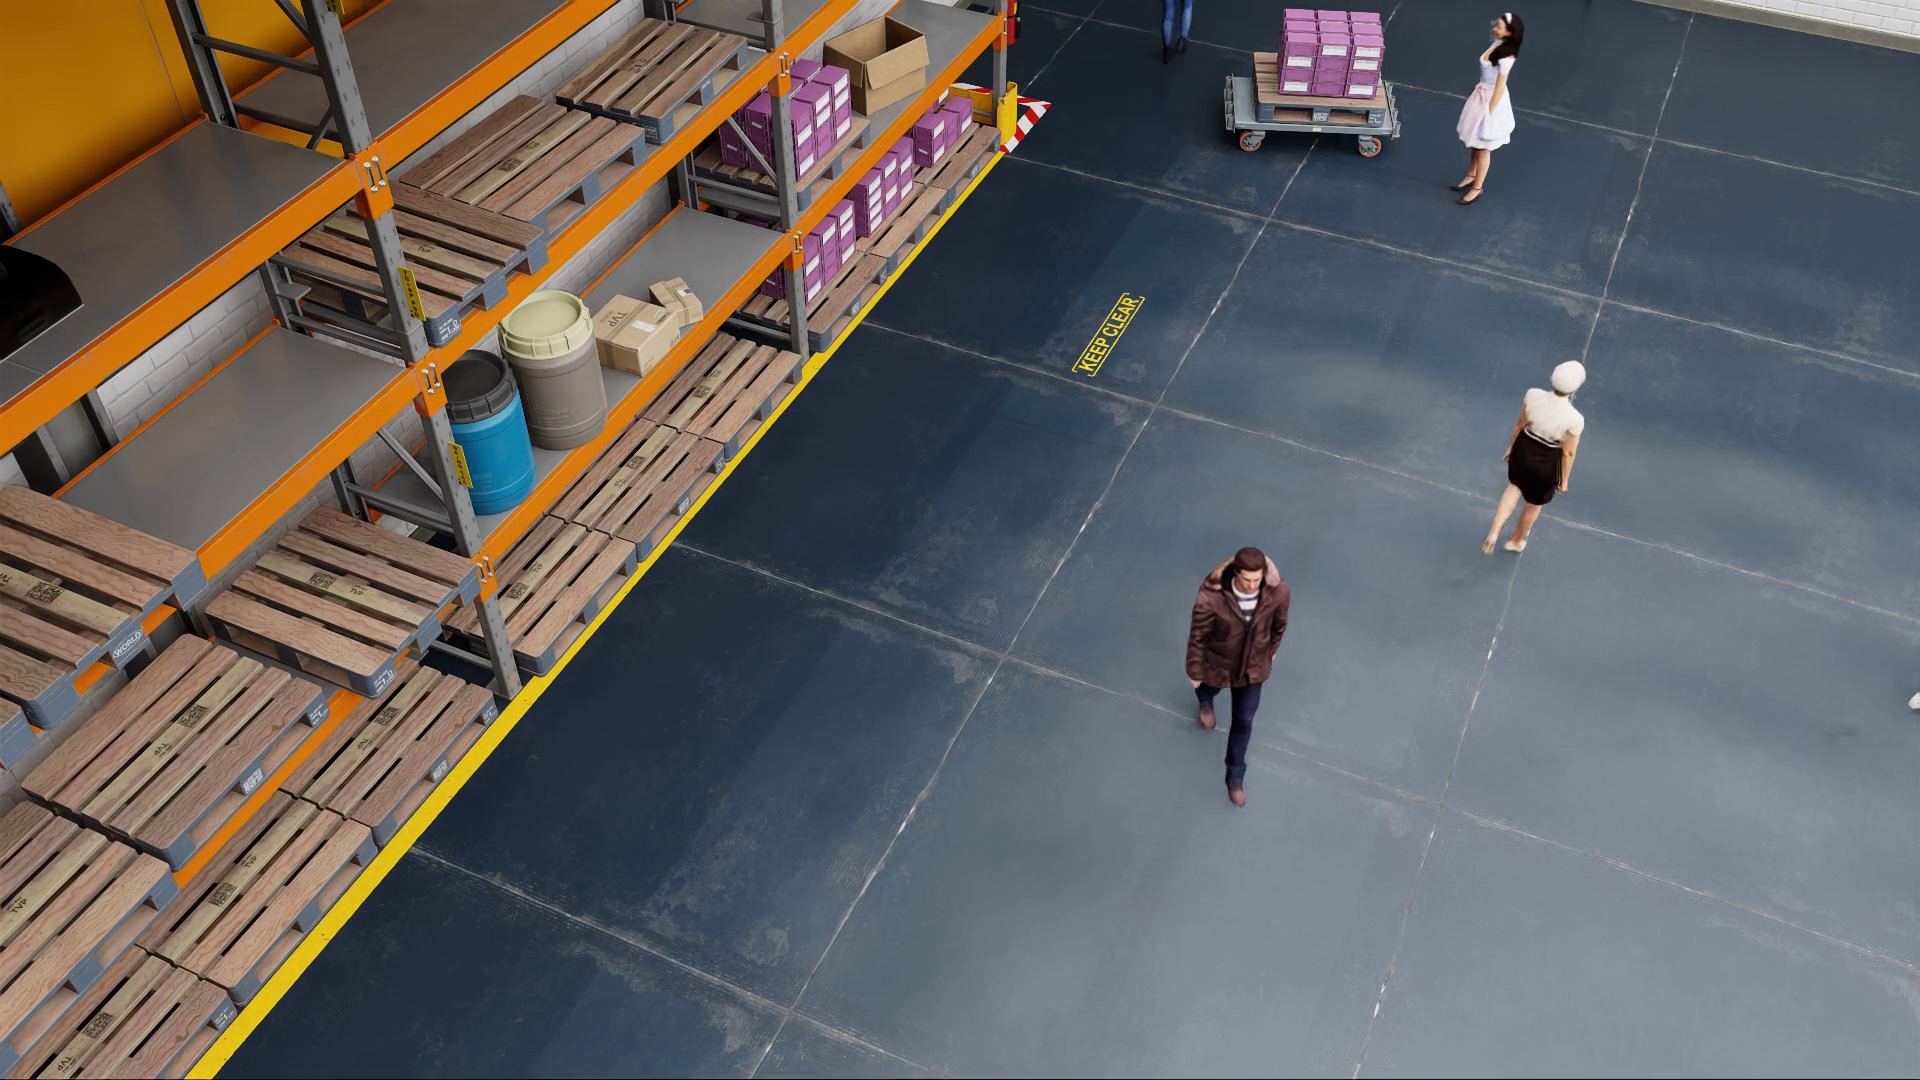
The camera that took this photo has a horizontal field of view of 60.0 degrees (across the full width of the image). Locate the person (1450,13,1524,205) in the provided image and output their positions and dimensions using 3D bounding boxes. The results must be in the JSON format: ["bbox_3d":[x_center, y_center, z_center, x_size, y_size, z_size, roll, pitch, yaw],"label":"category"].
[{"bbox_3d":[4.746,-3.876,14.953,0.881,1.822,0.801,1,44,1],"label":"person"}]

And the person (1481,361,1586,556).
[{"bbox_3d":[3.919,-0.488,11.457,0.918,1.740,0.808,-32,52,-29],"label":"person"}]

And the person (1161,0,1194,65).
[{"bbox_3d":[2.196,-5.637,16.949,0.666,1.619,0.689,10,45,10],"label":"person"}]

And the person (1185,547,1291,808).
[{"bbox_3d":[1.654,0.672,10.198,1.126,1.797,1.329,-2,44,-2],"label":"person"}]
